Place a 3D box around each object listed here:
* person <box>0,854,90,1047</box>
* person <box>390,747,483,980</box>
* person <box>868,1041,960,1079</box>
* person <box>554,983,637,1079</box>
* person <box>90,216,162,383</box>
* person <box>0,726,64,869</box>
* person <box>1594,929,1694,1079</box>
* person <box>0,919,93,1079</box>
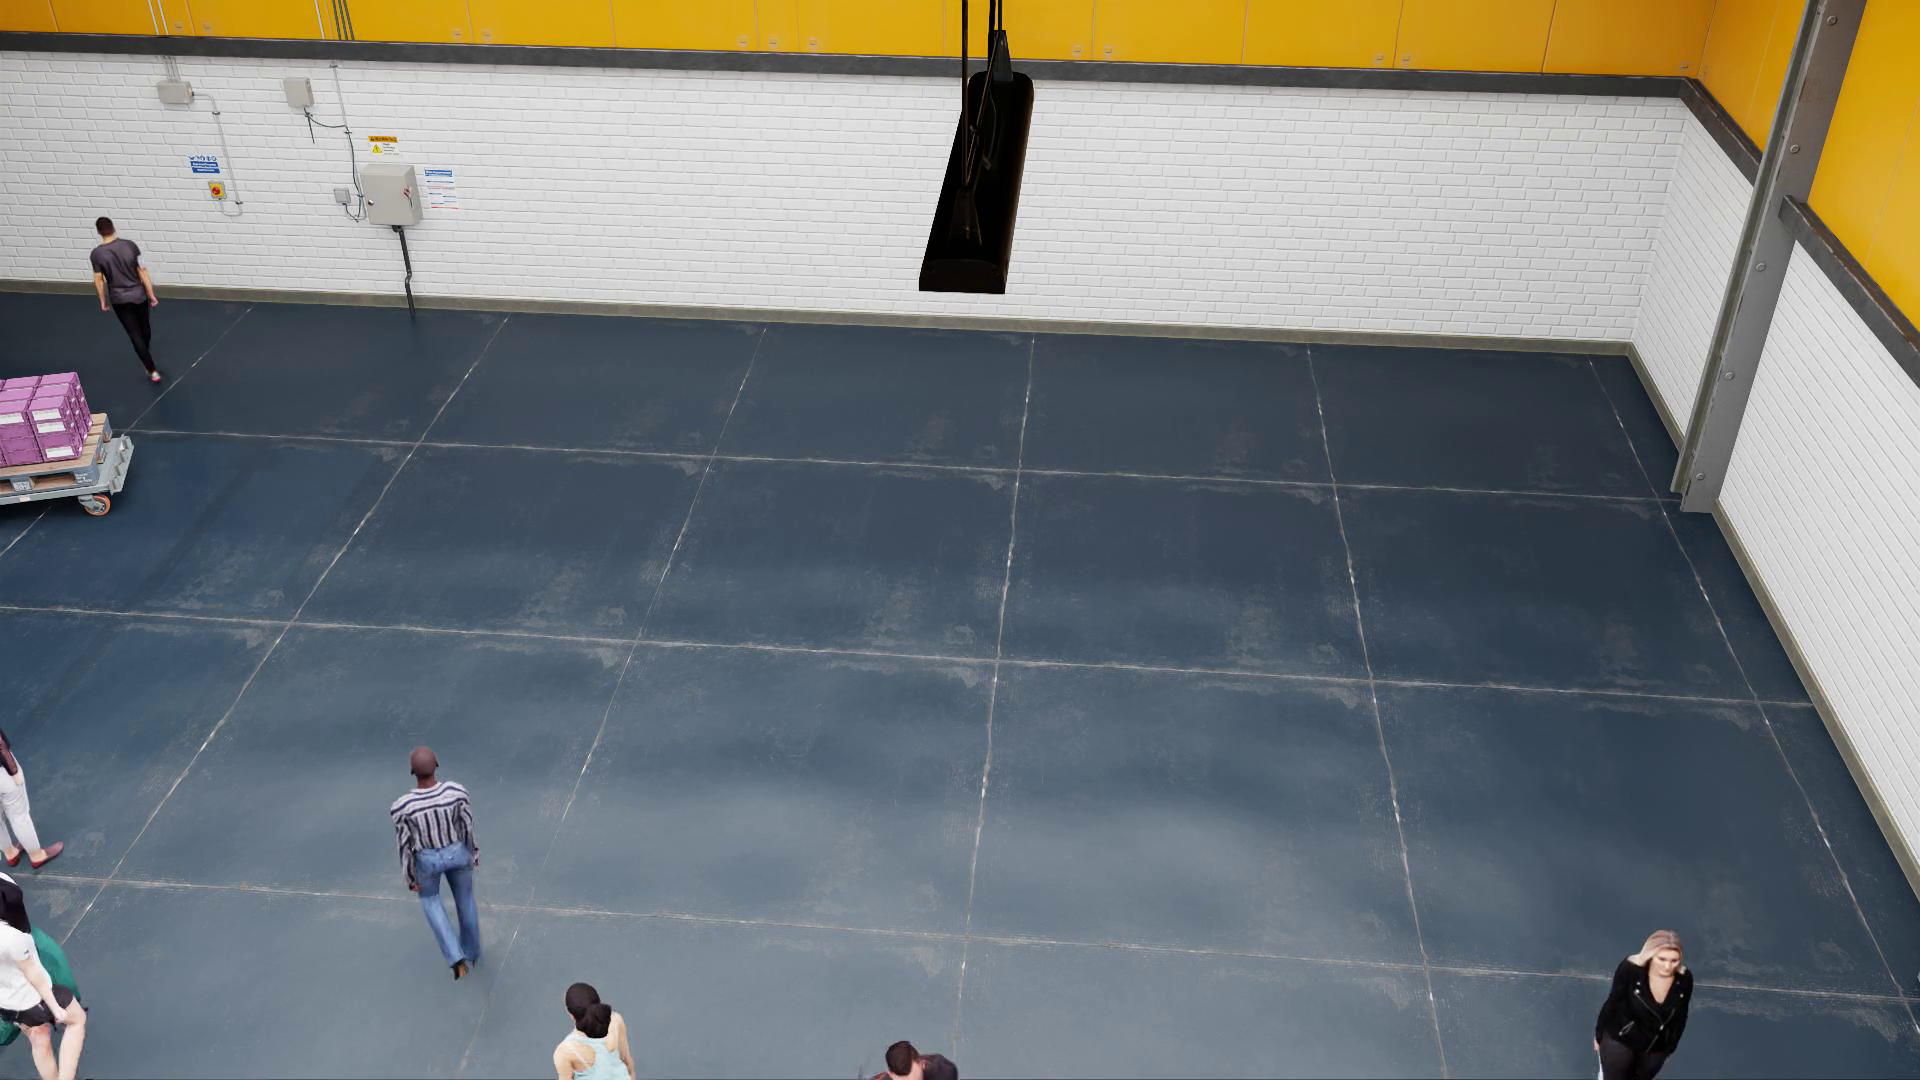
[{"bbox_3d":[-5.668,2.446,9.782,0.977,1.716,1.070,28,43,35],"label":"person"},{"bbox_3d":[-3.172,2.059,10.302,0.823,1.784,0.893,-16,37,-23],"label":"person"},{"bbox_3d":[-0.301,3.104,8.725,1.106,1.789,1.238,-20,38,-27],"label":"person"},{"bbox_3d":[-1.857,3.039,8.851,0.837,1.758,0.789,28,43,35],"label":"person"},{"bbox_3d":[-8.545,-2.441,17.132,1.121,1.719,1.211,-22,40,-30],"label":"person"},{"bbox_3d":[-6.523,1.558,11.216,0.616,1.607,0.537,6,34,9],"label":"person"},{"bbox_3d":[3.775,2.761,9.353,0.649,1.667,0.959,5,34,8],"label":"person"},{"bbox_3d":[-5.342,2.670,9.433,0.624,1.730,0.676,10,35,14],"label":"person"}]
